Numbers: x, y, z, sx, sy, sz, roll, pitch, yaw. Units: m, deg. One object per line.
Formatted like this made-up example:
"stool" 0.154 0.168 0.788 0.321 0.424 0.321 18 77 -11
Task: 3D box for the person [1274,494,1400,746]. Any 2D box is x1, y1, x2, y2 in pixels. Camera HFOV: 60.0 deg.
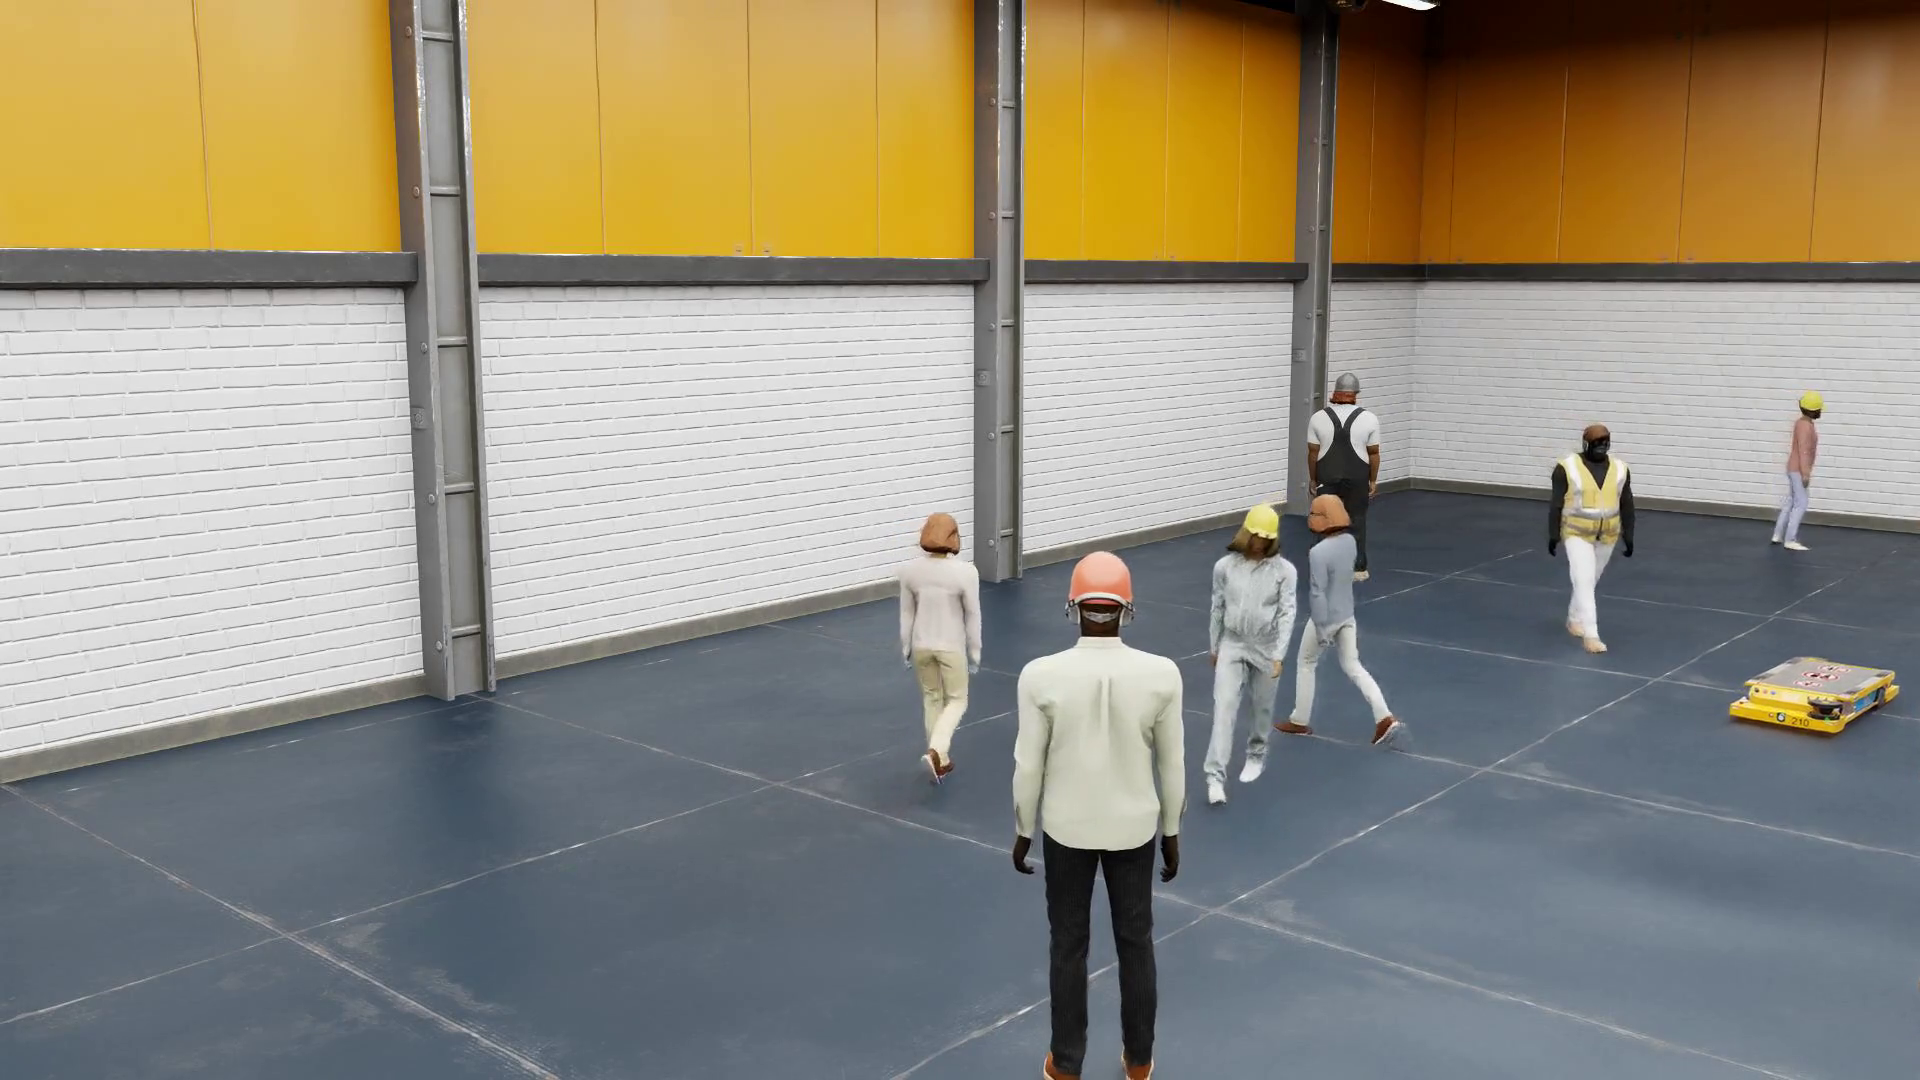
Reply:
"person" 2.409 0.506 10.556 0.495 1.603 0.806 -8 12 -41

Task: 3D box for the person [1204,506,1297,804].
"person" 1.661 0.632 9.488 0.495 1.687 0.885 2 9 13

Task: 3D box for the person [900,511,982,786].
"person" -0.132 0.641 9.667 0.503 1.614 0.585 3 10 21

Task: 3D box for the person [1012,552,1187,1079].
"person" 0.497 1.035 6.053 0.630 1.985 0.423 -1 9 -5

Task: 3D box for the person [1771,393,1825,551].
"person" 9.119 -0.751 18.088 0.409 1.720 0.693 4 10 25

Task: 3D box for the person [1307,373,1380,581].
"person" 3.753 -0.623 16.271 0.689 2.000 0.537 3 10 18

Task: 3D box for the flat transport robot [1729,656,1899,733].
"flat transport robot" 5.867 1.038 11.381 0.652 0.197 1.431 9 12 43

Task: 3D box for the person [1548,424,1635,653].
"person" 5.096 -0.046 13.430 0.641 1.798 0.950 0 9 -3
